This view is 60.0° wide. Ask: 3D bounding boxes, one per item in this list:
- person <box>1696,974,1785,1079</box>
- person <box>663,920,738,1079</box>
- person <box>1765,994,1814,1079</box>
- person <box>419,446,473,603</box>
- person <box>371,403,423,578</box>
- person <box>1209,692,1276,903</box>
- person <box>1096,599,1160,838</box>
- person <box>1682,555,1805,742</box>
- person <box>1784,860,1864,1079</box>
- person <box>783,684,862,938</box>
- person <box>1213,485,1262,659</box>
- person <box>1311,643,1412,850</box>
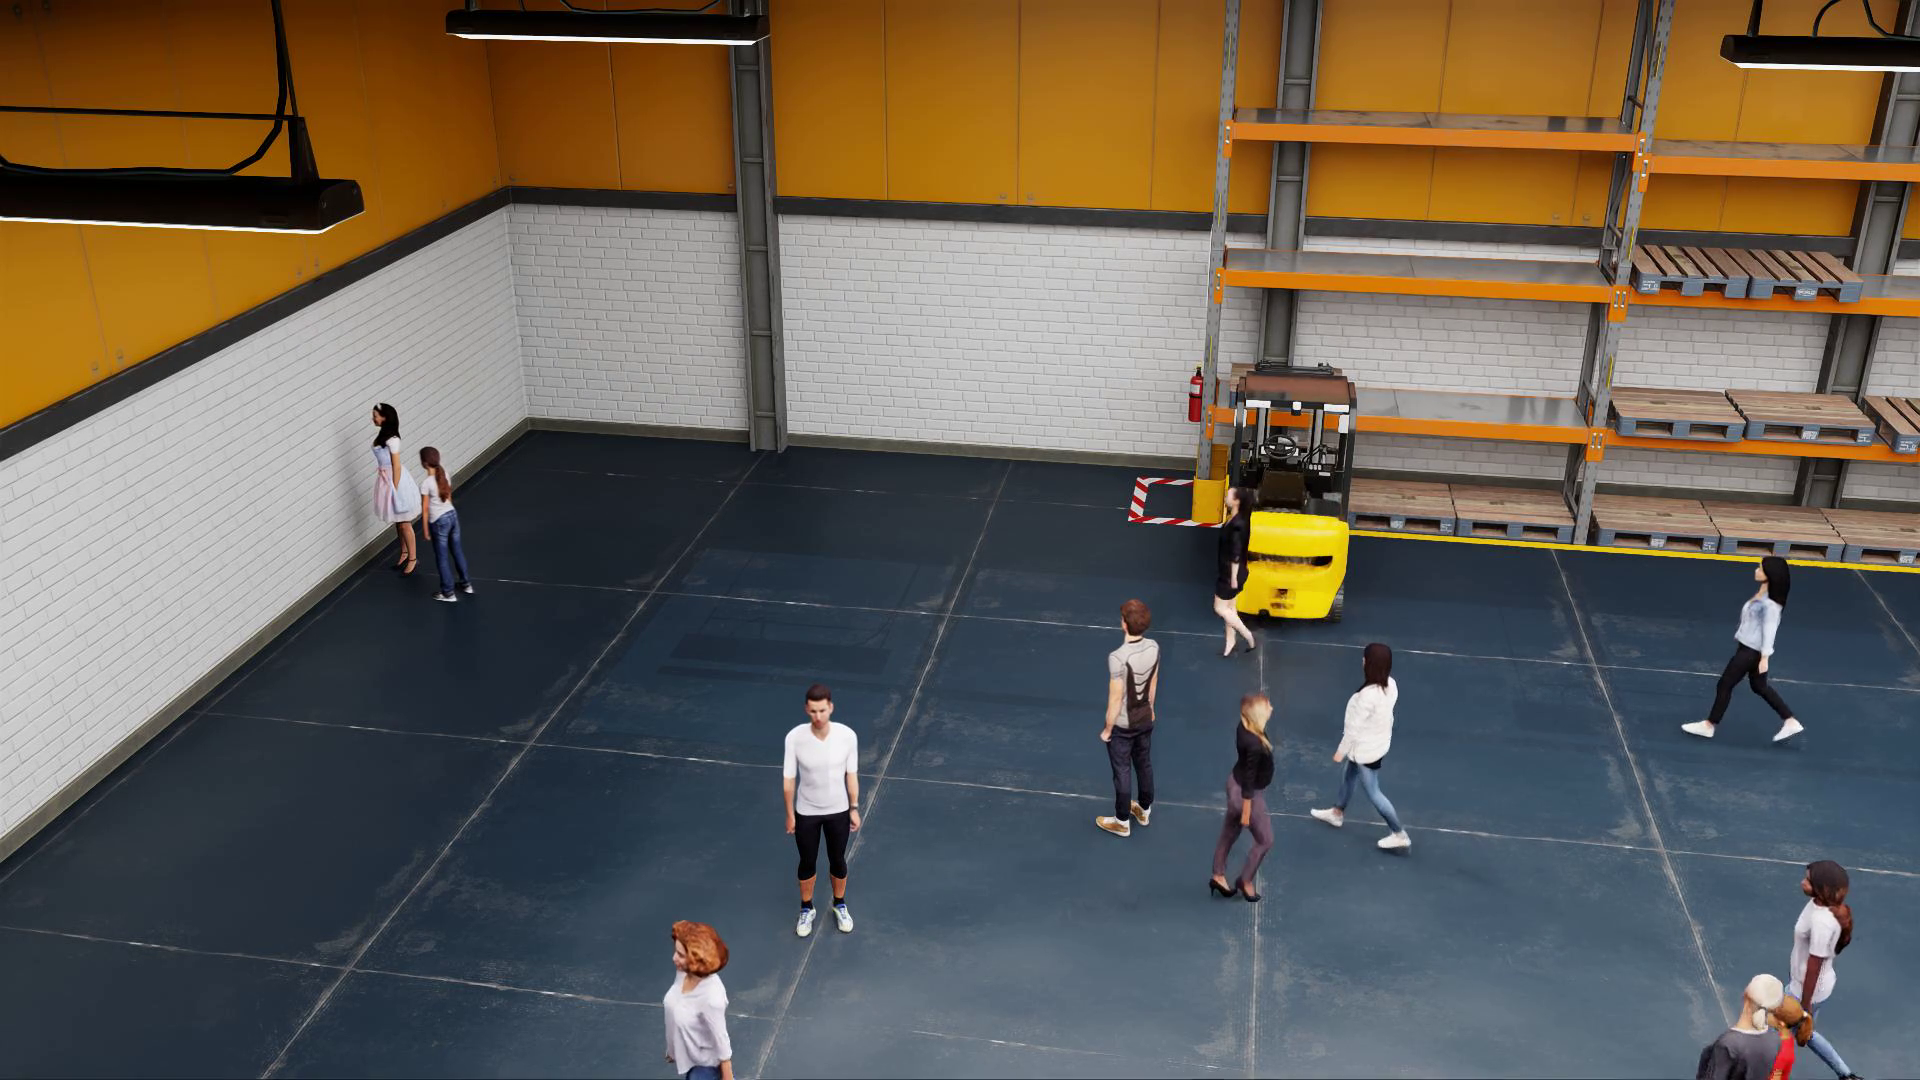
[{"bbox_3d":[3.970,3.054,8.673,0.737,1.701,0.886,-18,29,-35],"label":"person"},{"bbox_3d":[-1.328,2.831,9.228,1.227,1.665,1.093,-12,26,-25],"label":"person"},{"bbox_3d":[4.490,3.075,9.127,0.638,1.299,0.576,12,26,25],"label":"person"},{"bbox_3d":[-5.052,-0.178,16.245,0.618,1.558,0.610,13,27,27],"label":"person"},{"bbox_3d":[-5.671,-0.516,16.692,0.917,1.818,0.858,-15,28,-31],"label":"person"},{"bbox_3d":[1.891,1.809,11.574,0.711,1.658,0.684,-2,24,-6],"label":"person"},{"bbox_3d":[1.271,1.321,12.396,0.728,1.894,0.775,-17,29,-34],"label":"person"},{"bbox_3d":[6.569,0.928,13.566,1.184,1.677,0.767,10,25,21],"label":"person"},{"bbox_3d":[5.005,2.629,9.655,1.098,1.693,0.848,13,27,28],"label":"person"},{"bbox_3d":[-0.941,1.815,11.318,0.626,1.851,0.795,-3,24,-8],"label":"person"},{"bbox_3d":[2.545,0.312,14.964,0.672,1.686,0.605,5,24,11],"label":"person"},{"bbox_3d":[3.072,1.548,12.232,1.129,1.609,0.868,14,27,28],"label":"person"}]
